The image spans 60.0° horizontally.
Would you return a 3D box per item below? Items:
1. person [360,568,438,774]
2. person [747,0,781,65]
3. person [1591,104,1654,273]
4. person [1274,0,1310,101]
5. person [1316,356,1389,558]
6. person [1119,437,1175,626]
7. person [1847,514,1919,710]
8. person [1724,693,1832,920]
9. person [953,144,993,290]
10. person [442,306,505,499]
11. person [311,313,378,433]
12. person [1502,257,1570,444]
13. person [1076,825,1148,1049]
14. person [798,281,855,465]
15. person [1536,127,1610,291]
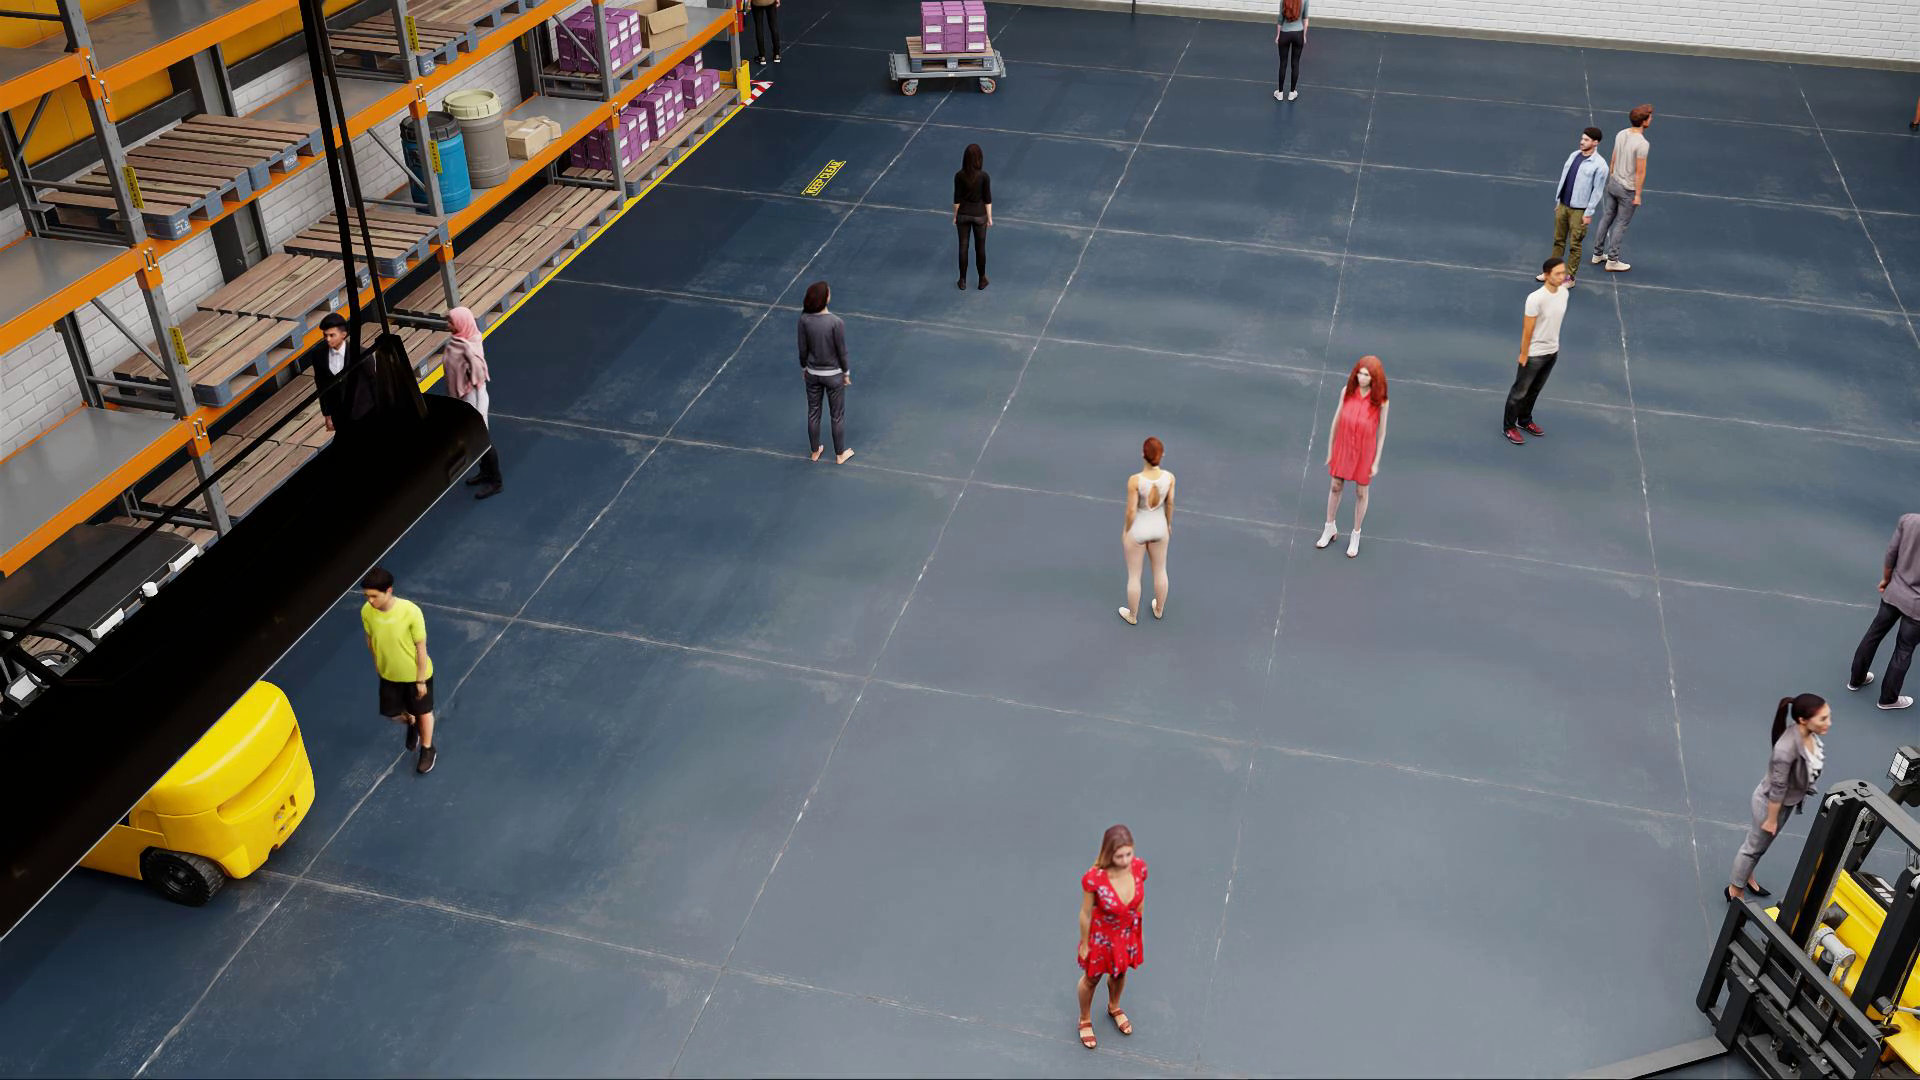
[{"bbox_3d":[-3.838,0.842,11.571,0.680,1.695,0.763,4,34,6],"label":"person"},{"bbox_3d":[-2.939,-8.072,24.840,0.753,1.851,0.772,-12,35,-17],"label":"person"},{"bbox_3d":[7.422,-3.947,18.592,0.798,1.898,0.703,-12,36,-18],"label":"person"},{"bbox_3d":[4.674,-7.087,23.456,0.604,1.743,0.574,4,34,6],"label":"person"},{"bbox_3d":[3.272,-0.707,13.781,0.640,1.828,0.597,18,38,25],"label":"person"},{"bbox_3d":[1.462,-0.070,12.989,0.620,1.643,0.633,-10,35,-15],"label":"person"},{"bbox_3d":[6.917,0.397,12.097,0.801,1.853,0.716,-15,36,-21],"label":"person"},{"bbox_3d":[5.102,1.632,10.396,0.774,1.679,0.671,25,41,33],"label":"person"},{"bbox_3d":[0.131,-3.536,18.205,0.621,1.641,0.553,2,34,4],"label":"person"},{"bbox_3d":[-4.263,-1.218,14.572,0.795,1.803,0.735,-18,37,-24],"label":"person"},{"bbox_3d":[-5.215,-1.108,14.336,0.739,1.881,0.621,2,34,3],"label":"person"},{"bbox_3d":[5.355,-1.778,15.413,0.696,1.804,0.772,-20,39,-27],"label":"person"},{"bbox_3d":[0.868,2.249,9.546,0.664,1.592,0.704,-12,36,-18],"label":"person"},{"bbox_3d":[-1.227,-1.516,15.051,0.610,1.768,0.495,9,35,13],"label":"person"},{"bbox_3d":[6.739,-3.641,18.210,0.812,1.812,0.747,-17,37,-24],"label":"person"}]
